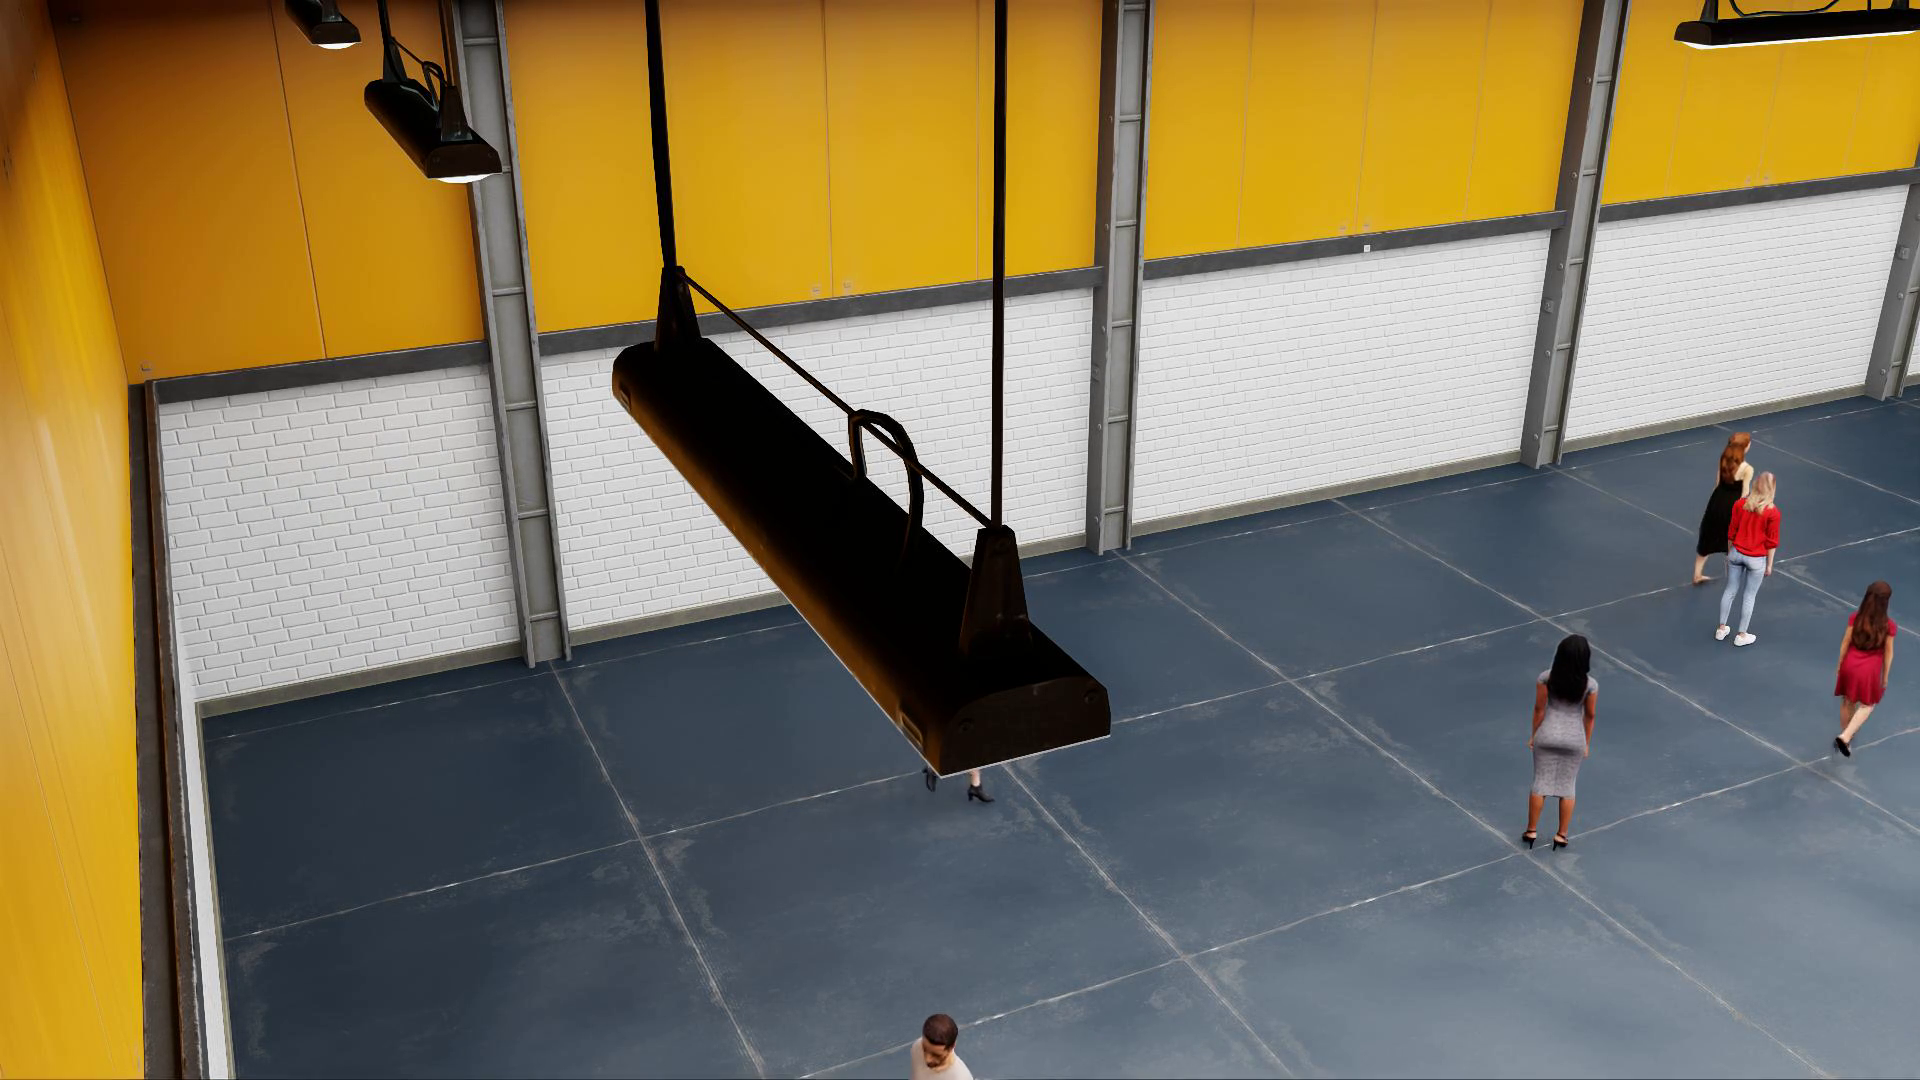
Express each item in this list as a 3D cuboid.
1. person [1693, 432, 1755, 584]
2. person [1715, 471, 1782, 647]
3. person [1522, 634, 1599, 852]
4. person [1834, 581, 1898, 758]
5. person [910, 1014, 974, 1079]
[{"bbox_3d":[7.623,-0.289,16.678,1.063,1.585,0.653,-14,27,-29],"label":"person"},{"bbox_3d":[7.336,0.167,15.484,0.605,1.704,0.671,-19,30,-37],"label":"person"},{"bbox_3d":[4.445,1.507,12.322,0.655,1.781,0.714,8,25,18],"label":"person"},{"bbox_3d":[7.372,1.078,13.603,0.717,1.542,0.908,21,31,39],"label":"person"},{"bbox_3d":[-0.015,3.128,8.585,1.197,1.805,0.888,-15,28,-31],"label":"person"}]
